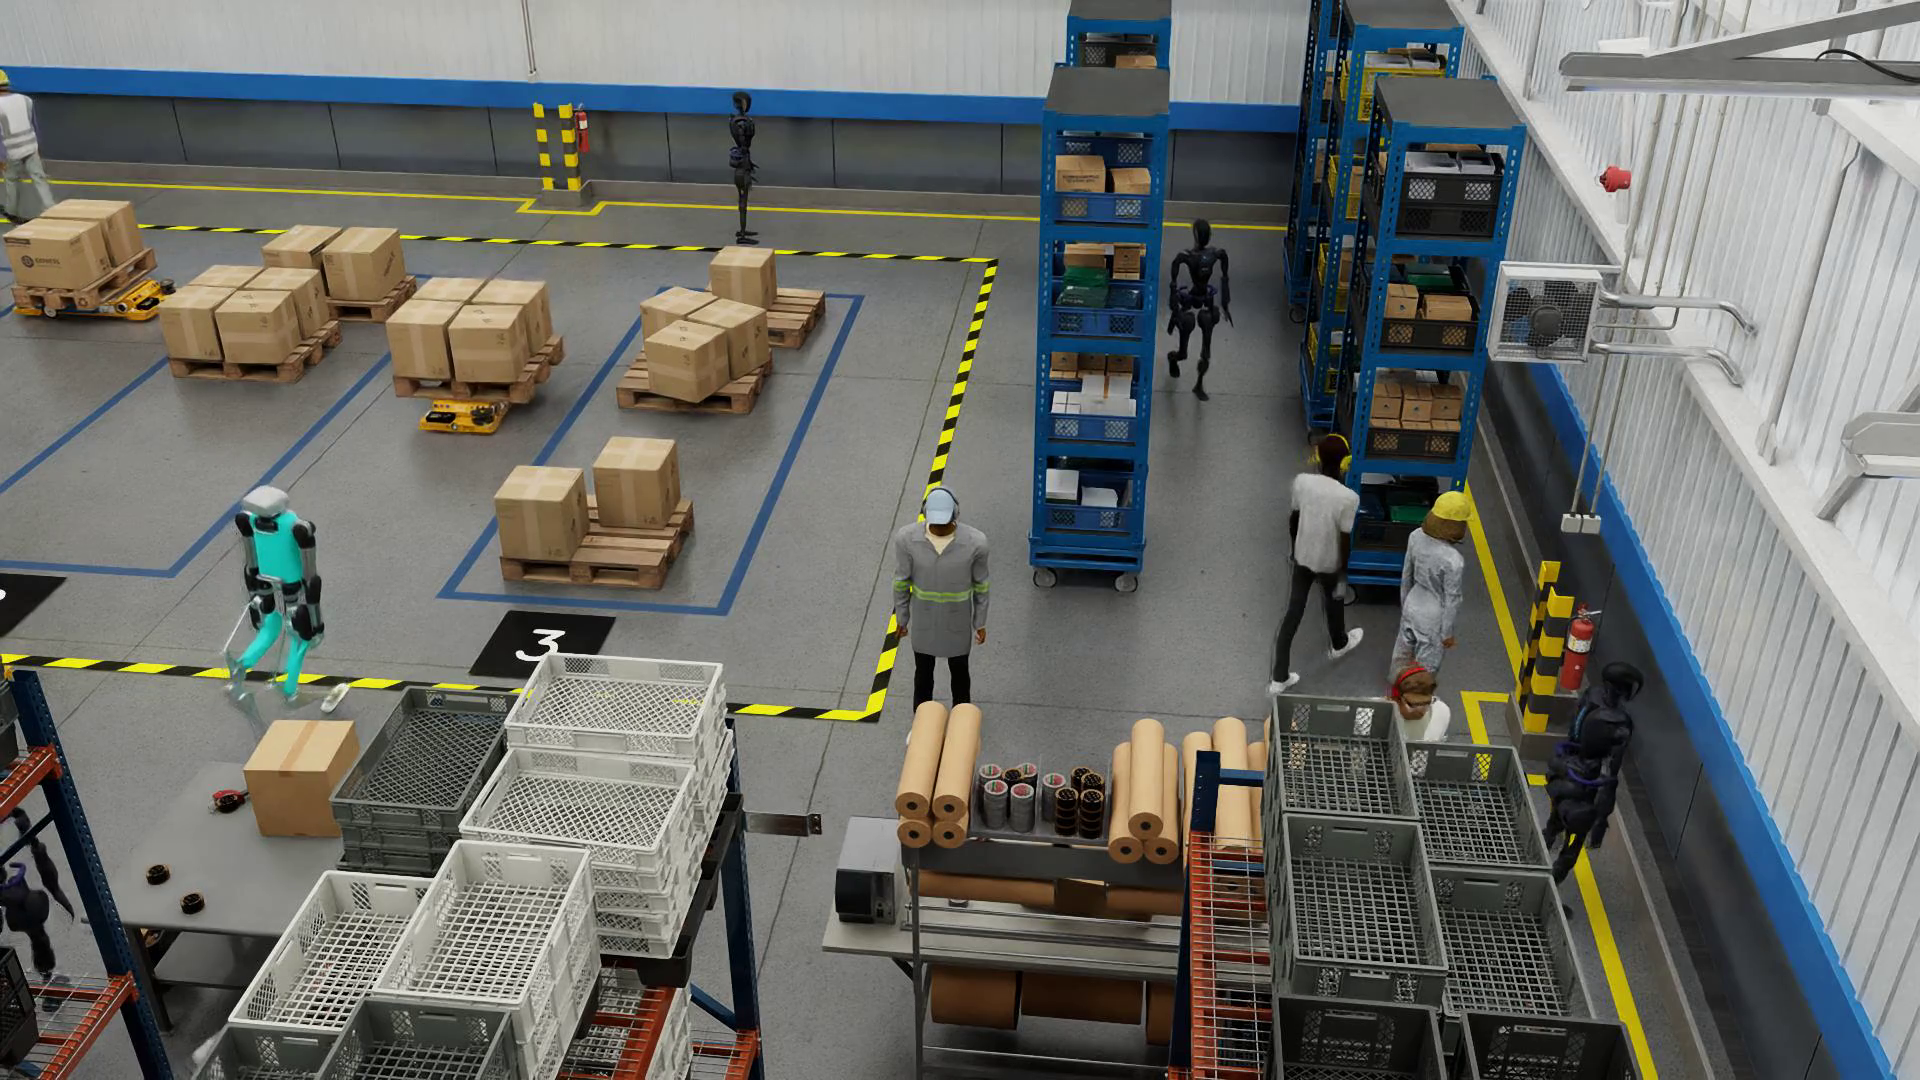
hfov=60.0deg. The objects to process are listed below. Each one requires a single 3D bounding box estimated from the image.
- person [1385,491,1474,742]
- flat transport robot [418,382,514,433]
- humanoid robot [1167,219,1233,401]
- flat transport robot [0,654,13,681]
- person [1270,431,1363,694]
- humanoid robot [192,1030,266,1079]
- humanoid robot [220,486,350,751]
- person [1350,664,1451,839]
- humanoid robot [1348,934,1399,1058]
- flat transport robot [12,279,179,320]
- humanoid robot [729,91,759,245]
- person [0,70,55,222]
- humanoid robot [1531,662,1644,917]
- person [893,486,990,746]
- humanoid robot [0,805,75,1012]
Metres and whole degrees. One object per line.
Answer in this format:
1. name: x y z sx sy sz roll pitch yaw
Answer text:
1. person: 2.942 0.474 10.399 0.317 1.736 0.486 -12 32 -20
2. flat transport robot: -4.300 -1.372 15.002 0.652 0.197 1.431 3 30 6
3. humanoid robot: 2.130 -2.106 14.910 0.597 1.640 0.593 -6 31 -11
4. flat transport robot: -7.142 0.969 11.010 1.431 0.231 0.659 3 30 6
5. person: 2.391 0.111 10.948 0.526 1.813 0.958 23 37 34
6. humanoid robot: -2.857 2.759 6.524 0.552 1.760 1.045 18 35 28
7. humanoid robot: -4.263 0.574 10.266 0.540 1.754 1.039 10 32 16
8. person: 2.276 1.444 8.658 0.554 1.807 0.823 -6 31 -11
9. humanoid robot: 1.880 2.218 7.486 0.659 1.626 0.611 -9 31 -15
10. flat transport robot: -8.783 -2.479 16.903 1.431 0.197 0.652 3 30 6
11. humanoid robot: -2.378 -4.122 18.342 0.315 1.653 0.599 -2 30 -4
12. person: -10.673 -4.422 18.751 0.900 1.785 0.624 16 34 26
13. humanoid robot: 3.321 1.325 8.995 0.402 1.638 0.594 -2 30 -4
14. person: -0.119 0.488 10.260 0.597 1.850 0.386 3 30 5
15. humanoid robot: -4.753 1.805 8.189 0.610 1.624 0.619 -7 31 -12
